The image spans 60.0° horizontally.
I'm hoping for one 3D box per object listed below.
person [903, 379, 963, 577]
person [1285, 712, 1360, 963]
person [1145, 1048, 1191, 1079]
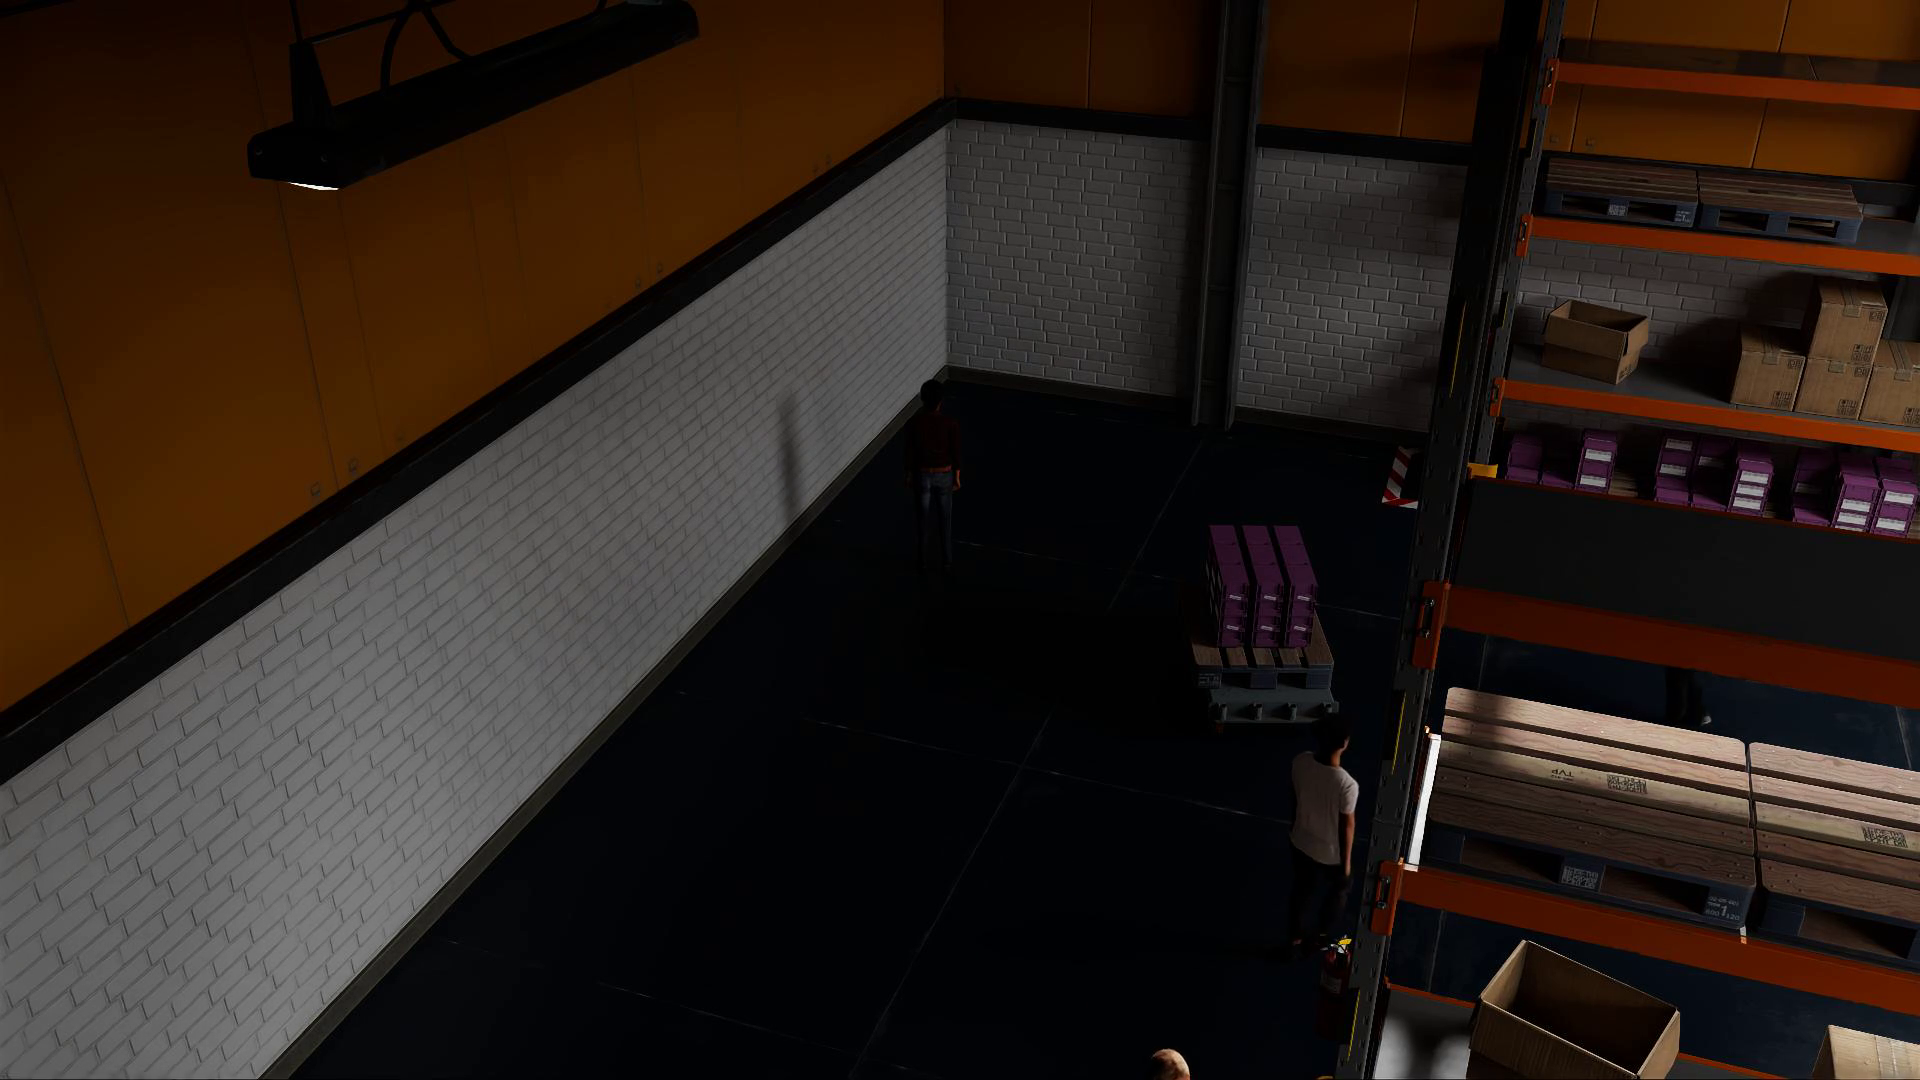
[{"bbox_3d":[-0.225,-0.519,14.013,0.598,1.782,0.765,-1,29,-1],"label":"person"},{"bbox_3d":[2.079,1.806,9.827,0.844,1.708,0.740,-22,36,-35],"label":"person"},{"bbox_3d":[0.837,2.956,7.622,1.092,1.801,1.169,-14,32,-24],"label":"person"}]
